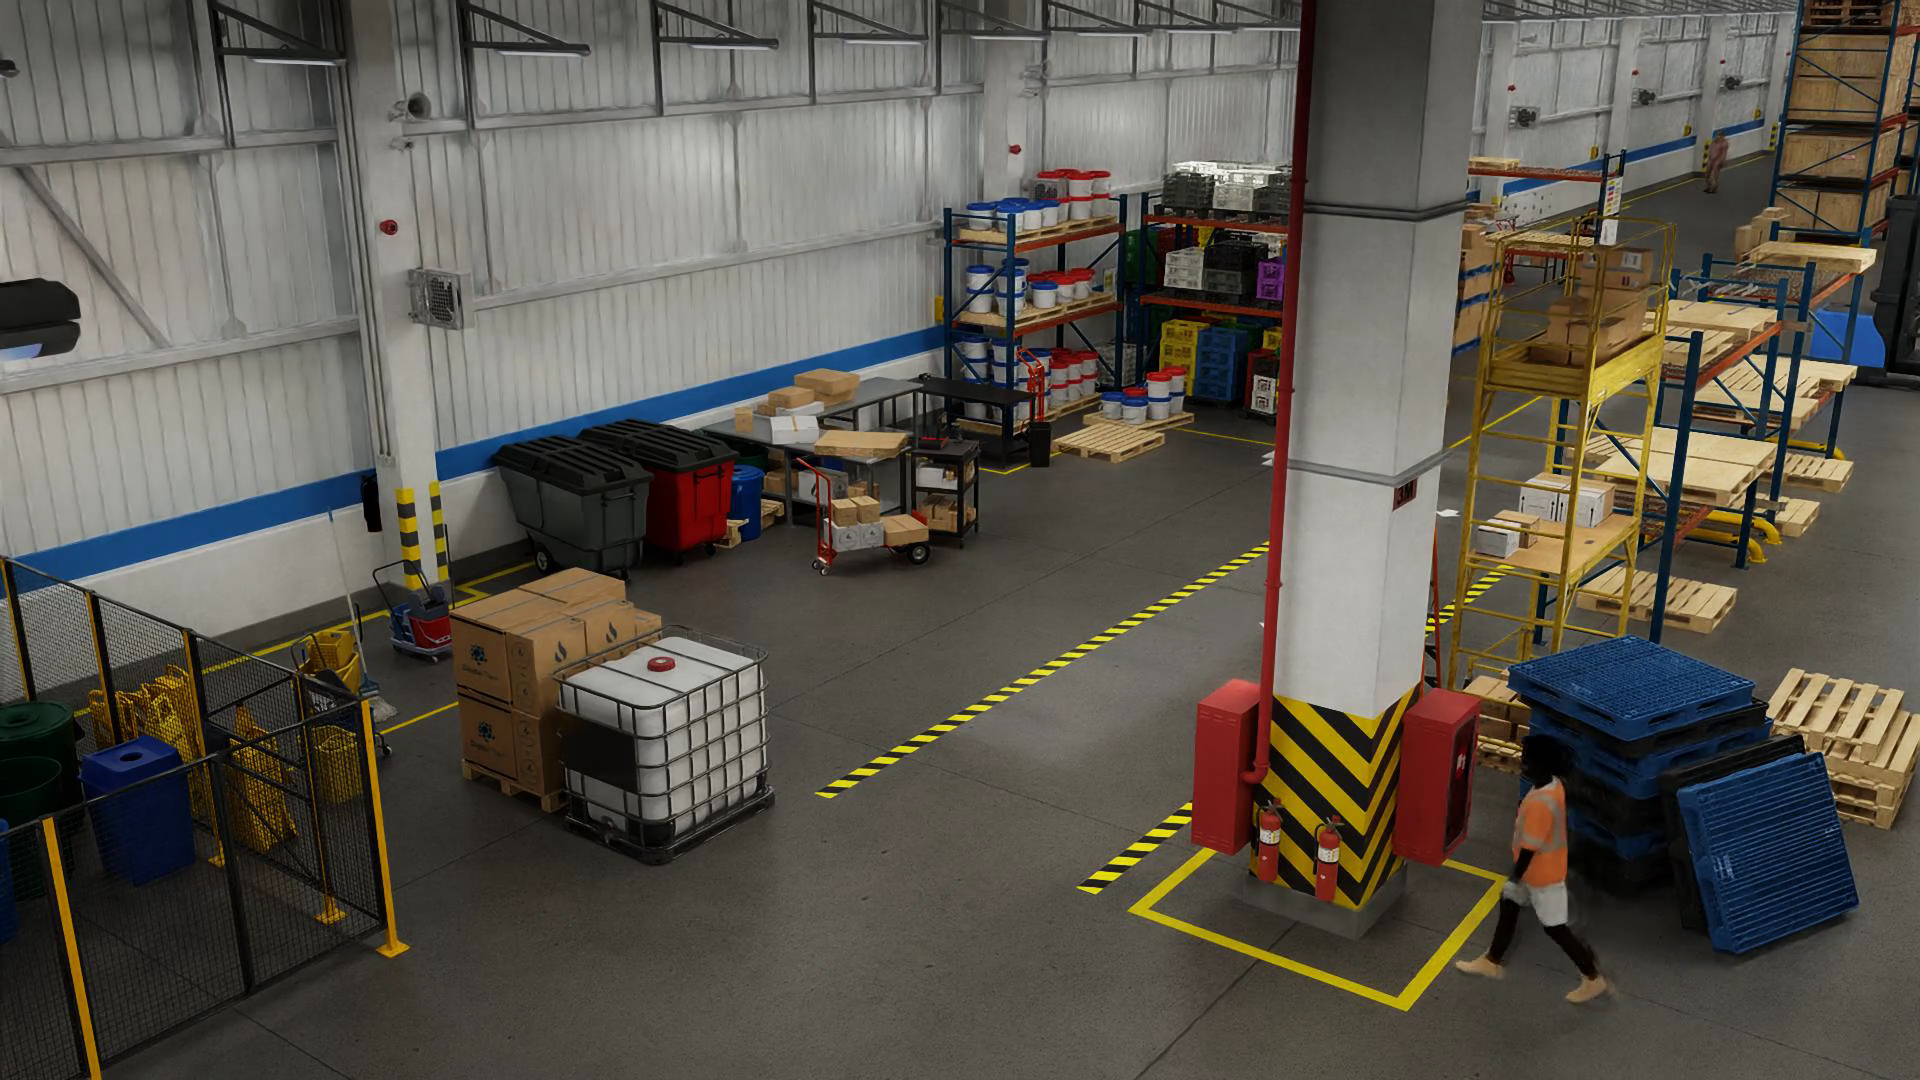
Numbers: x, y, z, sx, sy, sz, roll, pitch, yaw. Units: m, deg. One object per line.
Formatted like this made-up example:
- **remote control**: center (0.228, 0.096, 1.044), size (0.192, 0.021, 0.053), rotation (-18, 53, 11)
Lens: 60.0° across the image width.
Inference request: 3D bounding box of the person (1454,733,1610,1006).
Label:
- **person**: center (3.431, 1.918, 9.685), size (0.856, 1.660, 0.533), rotation (7, 19, 20)

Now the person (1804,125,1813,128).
- **person**: center (29.511, -13.879, 57.781), size (0.572, 1.826, 0.683), rotation (-11, 21, -30)

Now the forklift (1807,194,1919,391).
- **forklift**: center (14.147, -3.795, 25.234), size (1.873, 2.768, 1.129), rotation (13, 22, 34)

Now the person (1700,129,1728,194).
- **person**: center (22.712, -11.385, 50.026), size (0.431, 1.896, 0.698), rotation (-7, 19, -20)
